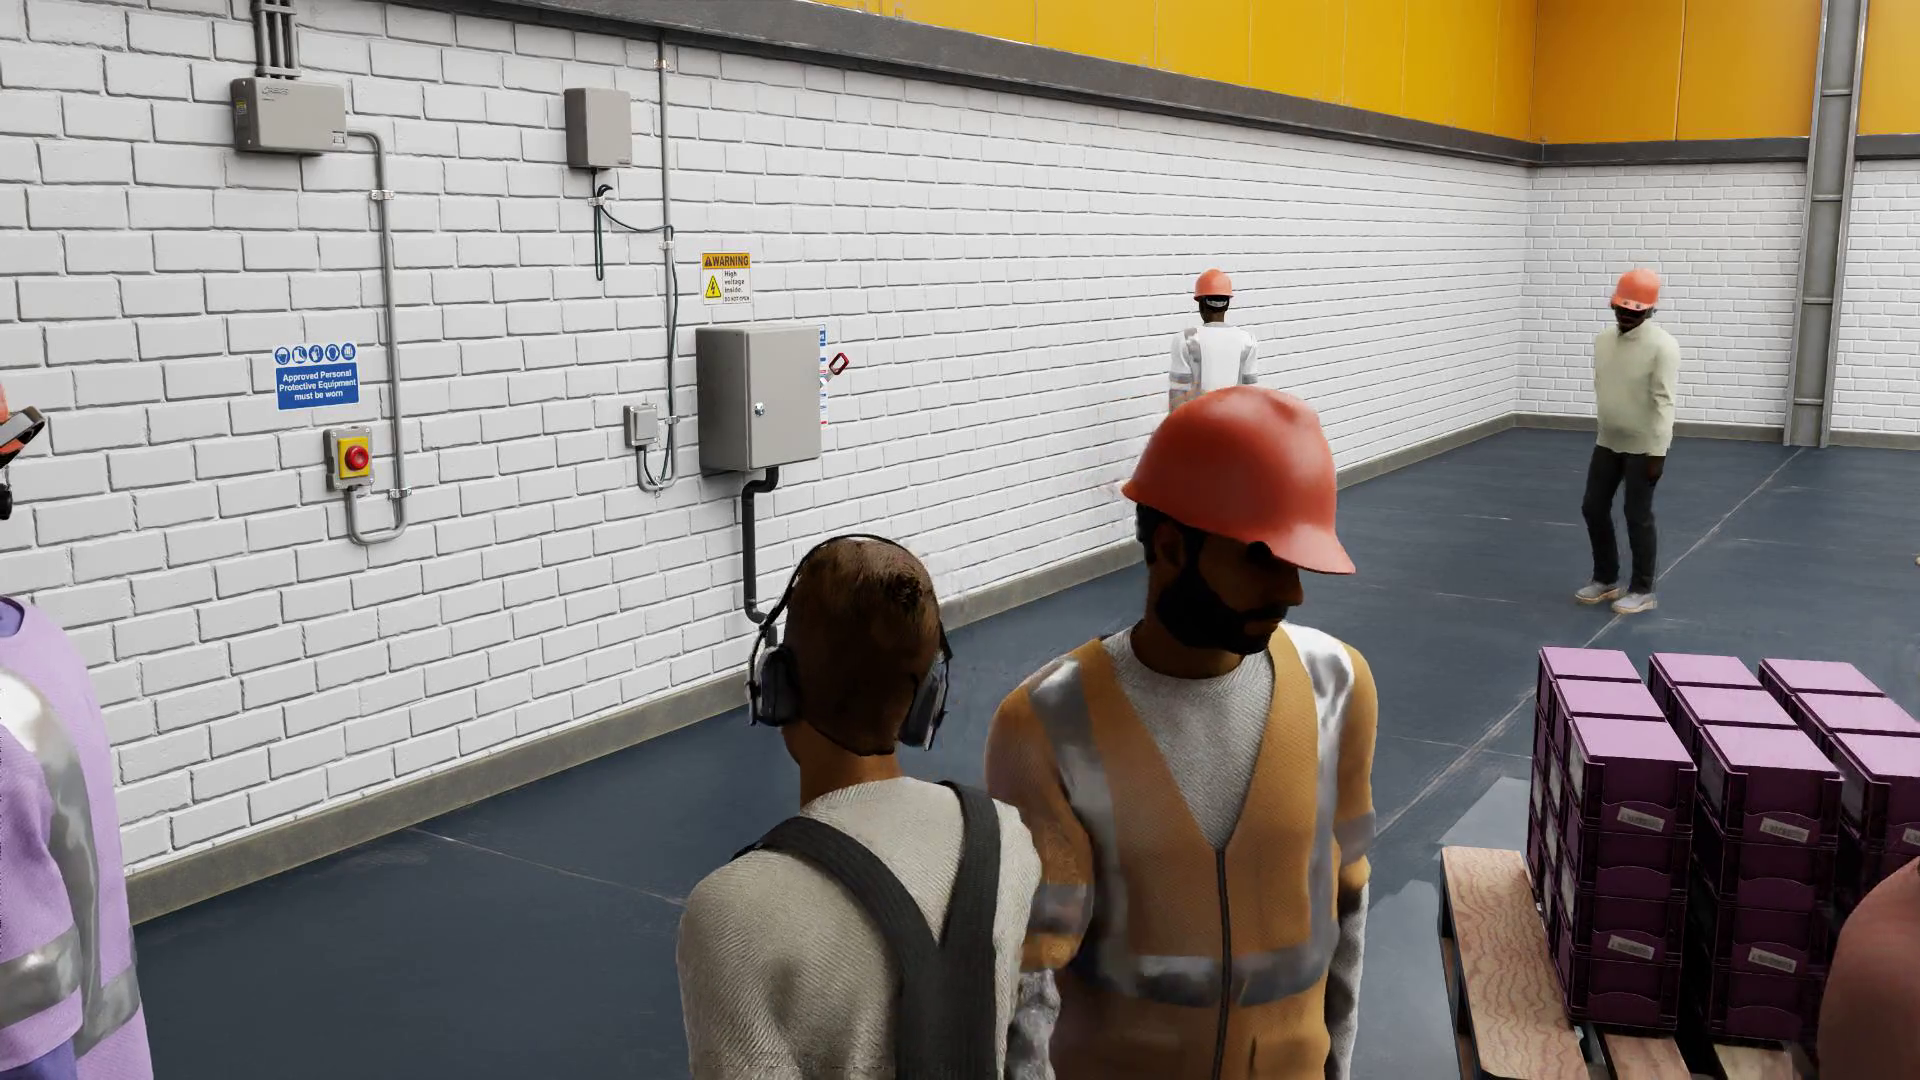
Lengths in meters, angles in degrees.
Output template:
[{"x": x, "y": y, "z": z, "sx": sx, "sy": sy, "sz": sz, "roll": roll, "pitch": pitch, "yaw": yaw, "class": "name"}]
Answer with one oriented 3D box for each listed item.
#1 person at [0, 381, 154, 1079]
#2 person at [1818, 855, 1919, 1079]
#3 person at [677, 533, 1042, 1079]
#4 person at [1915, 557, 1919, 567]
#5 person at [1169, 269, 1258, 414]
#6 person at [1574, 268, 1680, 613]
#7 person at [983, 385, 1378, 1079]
[{"x": -1.127, "y": 0.751, "z": 1.900, "sx": 0.395, "sy": 2.042, "sz": 0.611, "roll": -5, "pitch": 11, "yaw": -26, "class": "person"}, {"x": 1.130, "y": 0.903, "z": 1.906, "sx": 0.552, "sy": 1.722, "sz": 0.478, "roll": -6, "pitch": 12, "yaw": -31, "class": "person"}, {"x": -0.147, "y": 0.888, "z": 1.886, "sx": 0.944, "sy": 1.778, "sz": 0.568, "roll": 10, "pitch": 14, "yaw": 43, "class": "person"}, {"x": 6.387, "y": -0.639, "z": 10.556, "sx": 0.536, "sy": 1.700, "sz": 0.318, "roll": 1, "pitch": 10, "yaw": 3, "class": "person"}, {"x": 1.492, "y": -0.646, "z": 9.962, "sx": 0.543, "sy": 1.930, "sz": 0.380, "roll": -2, "pitch": 11, "yaw": -13, "class": "person"}, {"x": 3.745, "y": -0.536, "z": 9.286, "sx": 0.576, "sy": 1.947, "sz": 0.638, "roll": -5, "pitch": 11, "yaw": -26, "class": "person"}, {"x": 0.294, "y": 0.758, "z": 2.177, "sx": 0.560, "sy": 1.918, "sz": 0.510, "roll": -1, "pitch": 10, "yaw": -7, "class": "person"}]
